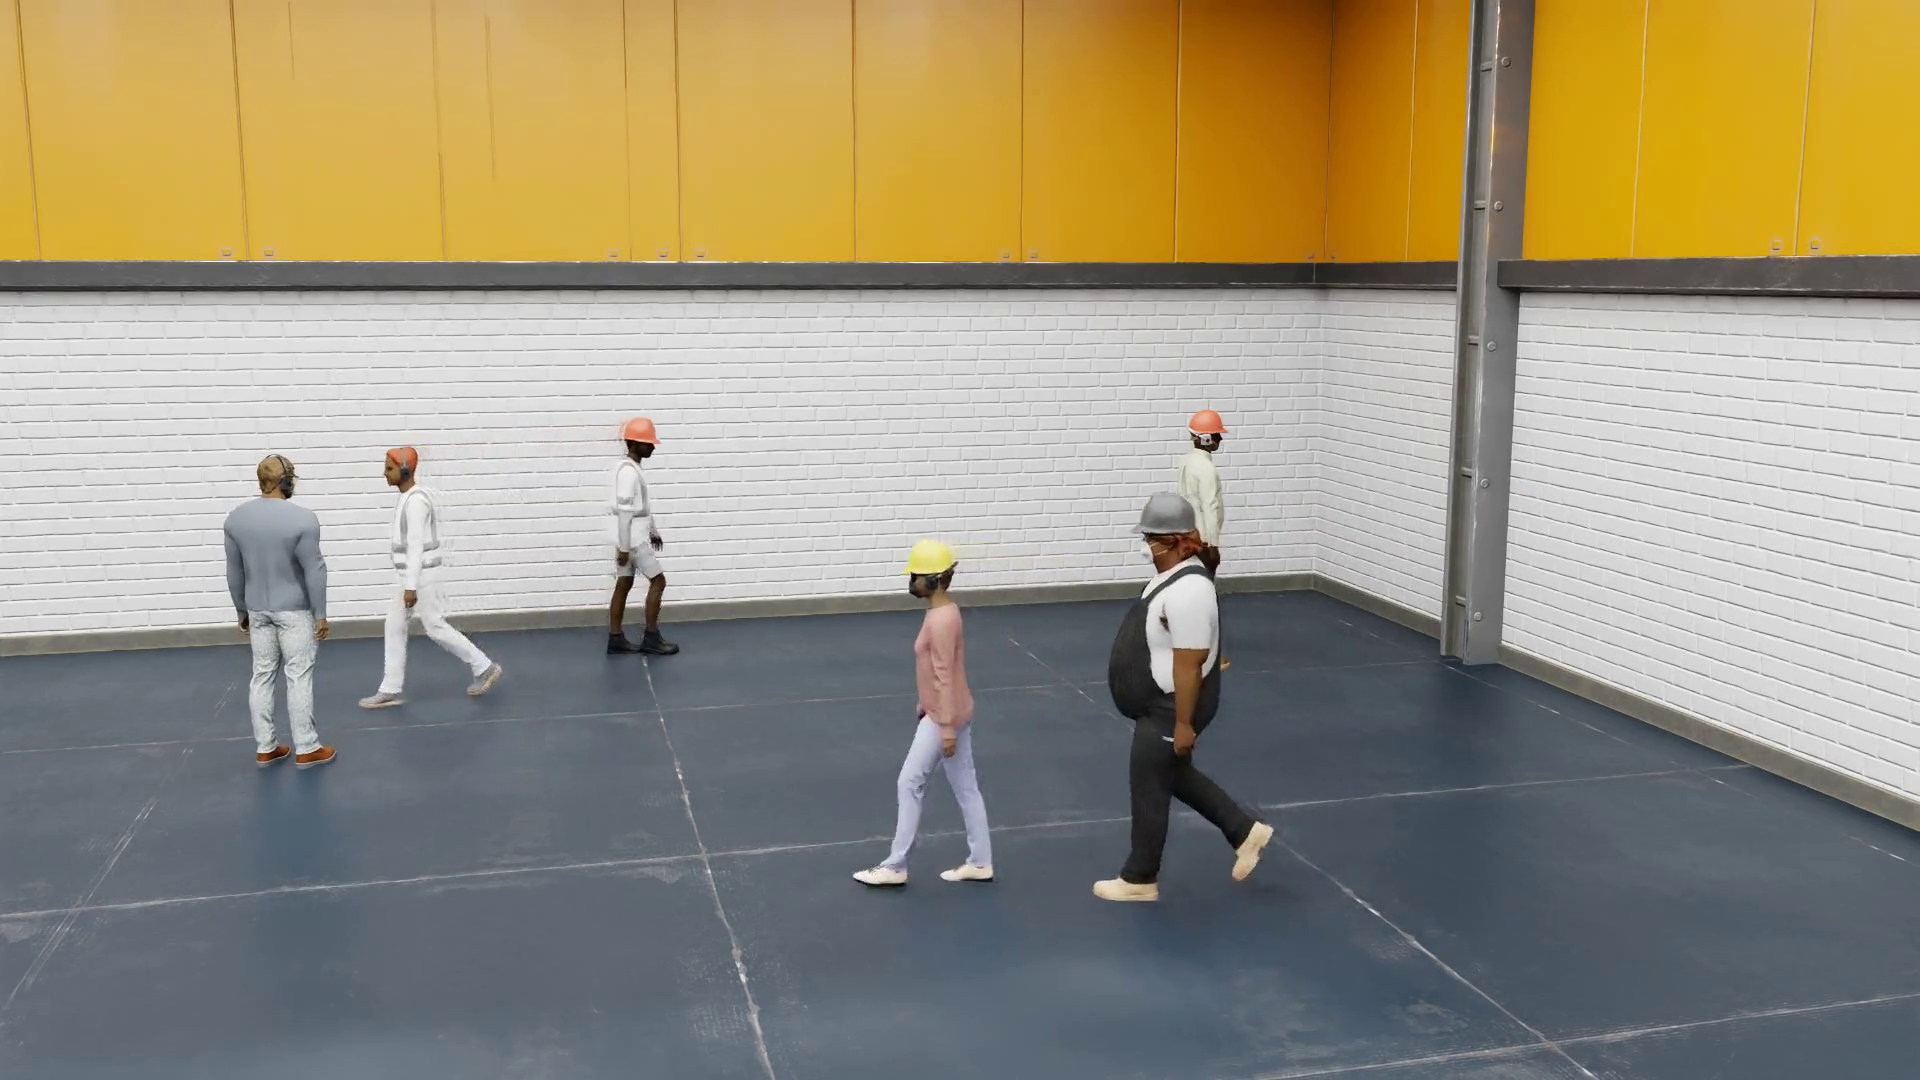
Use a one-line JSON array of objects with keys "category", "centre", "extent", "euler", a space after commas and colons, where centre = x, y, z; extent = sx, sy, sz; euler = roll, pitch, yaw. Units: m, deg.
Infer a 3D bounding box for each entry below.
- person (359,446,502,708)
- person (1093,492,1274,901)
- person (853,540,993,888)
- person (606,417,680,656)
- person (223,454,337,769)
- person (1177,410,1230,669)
[{"category": "person", "centre": [-3.749, 0.246, 11.709], "extent": [0.930, 1.850, 0.590], "euler": [-5, 11, -30]}, {"category": "person", "centre": [1.095, 0.740, 8.005], "extent": [0.800, 2.000, 0.684], "euler": [1, 9, 5]}, {"category": "person", "centre": [-0.191, 0.864, 8.176], "extent": [0.796, 1.734, 0.546], "euler": [1, 9, 5]}, {"category": "person", "centre": [-2.504, -0.020, 13.179], "extent": [0.722, 1.905, 0.569], "euler": [-3, 10, -17]}, {"category": "person", "centre": [-4.163, 0.441, 10.192], "extent": [0.635, 1.936, 0.352], "euler": [2, 9, 11]}, {"category": "person", "centre": [1.861, -0.008, 12.811], "extent": [0.381, 1.994, 0.622], "euler": [-2, 9, -13]}]
